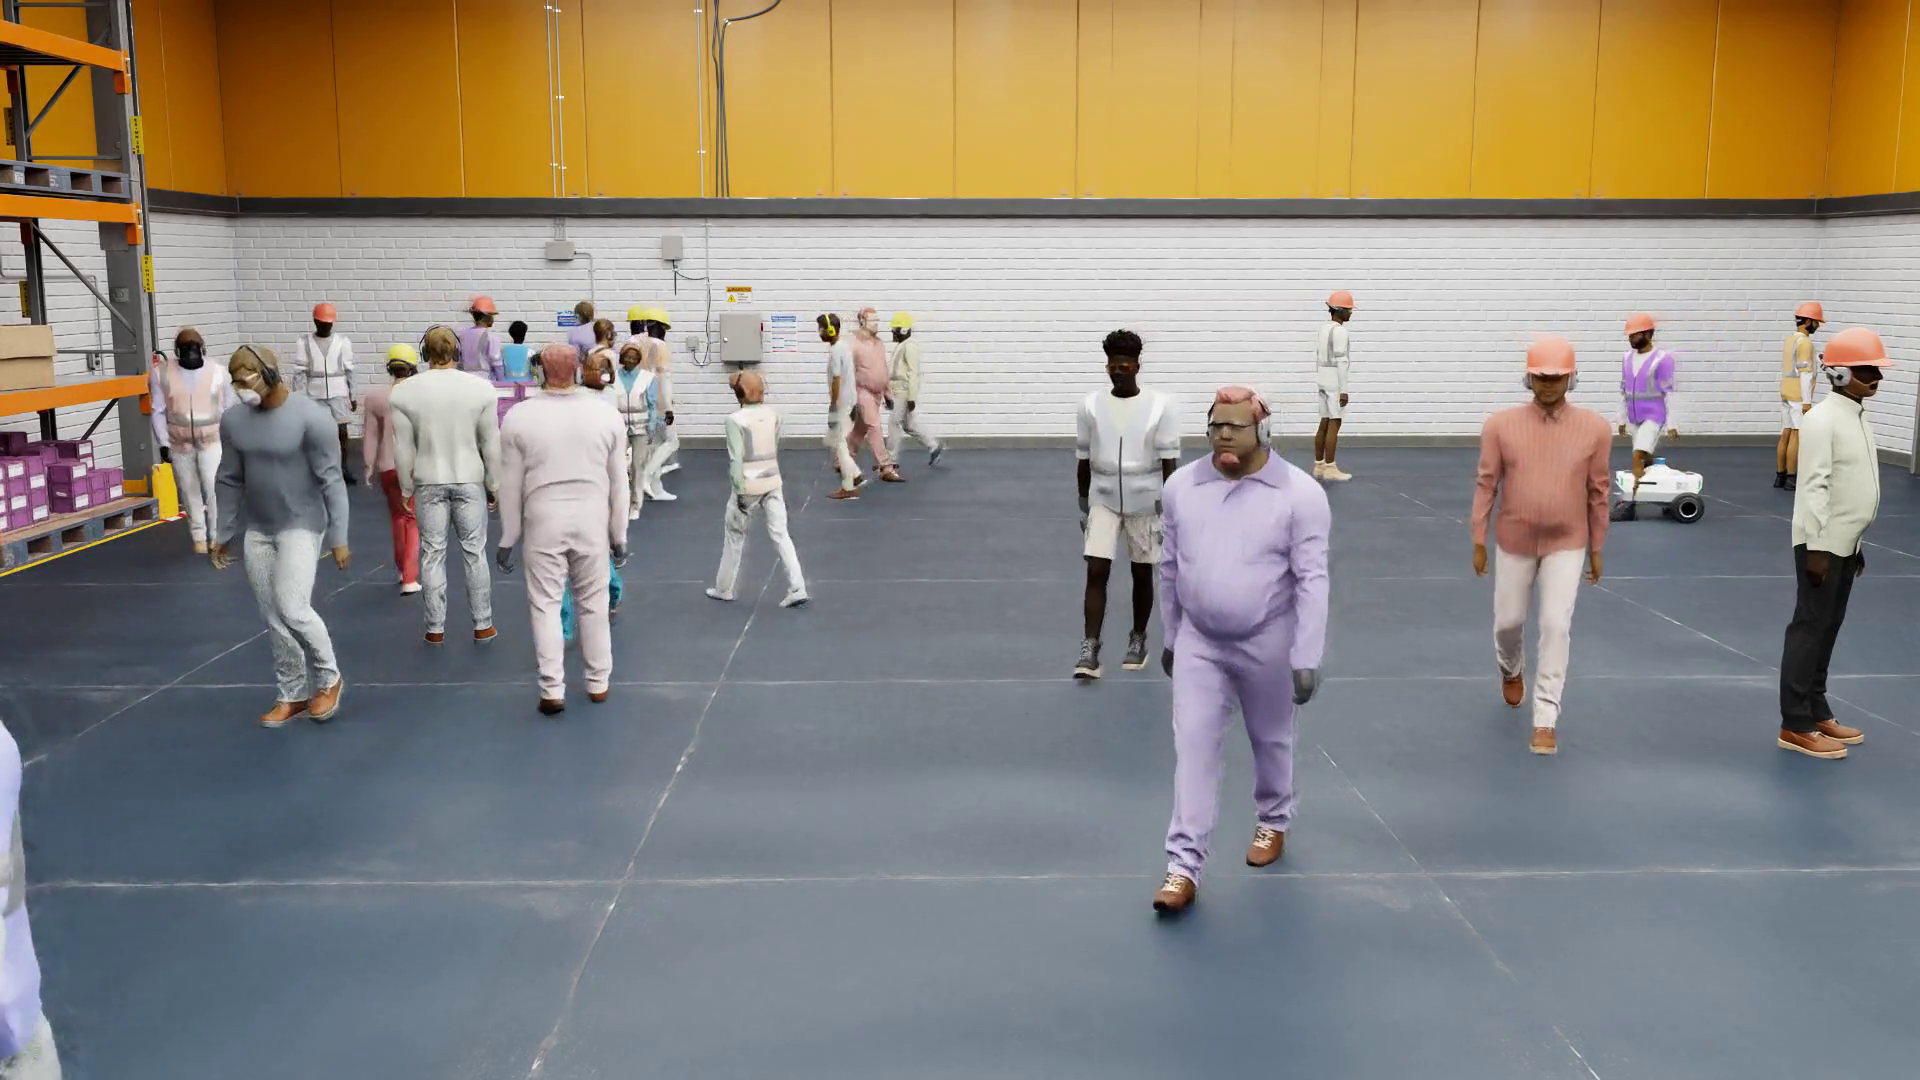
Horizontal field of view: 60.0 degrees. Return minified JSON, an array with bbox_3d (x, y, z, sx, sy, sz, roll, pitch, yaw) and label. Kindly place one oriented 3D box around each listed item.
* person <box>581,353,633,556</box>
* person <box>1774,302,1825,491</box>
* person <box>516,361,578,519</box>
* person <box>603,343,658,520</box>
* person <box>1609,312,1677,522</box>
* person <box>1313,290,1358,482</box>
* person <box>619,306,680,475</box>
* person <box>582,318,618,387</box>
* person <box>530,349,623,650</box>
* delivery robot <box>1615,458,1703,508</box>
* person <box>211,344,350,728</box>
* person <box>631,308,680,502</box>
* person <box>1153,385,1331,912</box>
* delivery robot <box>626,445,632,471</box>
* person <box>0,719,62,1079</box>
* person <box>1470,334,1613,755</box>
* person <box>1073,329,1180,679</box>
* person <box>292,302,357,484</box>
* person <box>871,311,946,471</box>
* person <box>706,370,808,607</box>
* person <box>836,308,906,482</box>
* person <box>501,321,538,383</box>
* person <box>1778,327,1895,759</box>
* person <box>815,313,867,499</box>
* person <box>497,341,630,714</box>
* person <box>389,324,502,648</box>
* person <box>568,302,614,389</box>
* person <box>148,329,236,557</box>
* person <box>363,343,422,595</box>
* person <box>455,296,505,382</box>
[{"bbox_3d":[-2.782,-0.644,12.957,0.499,1.615,0.505,7,12,36],"label":"person"},{"bbox_3d":[8.605,-1.465,17.027,0.364,1.933,0.543,1,9,7],"label":"person"},{"bbox_3d":[-2.328,-0.213,9.694,0.516,1.828,0.945,0,9,-2],"label":"person"},{"bbox_3d":[-2.944,-0.939,14.794,0.520,1.603,0.747,-1,9,-4],"label":"person"},{"bbox_3d":[6.270,-1.113,15.039,0.941,1.891,0.592,-4,10,-22],"label":"person"},{"bbox_3d":[4.033,-1.649,17.815,0.392,2.040,0.615,-2,9,-9],"label":"person"},{"bbox_3d":[-3.464,-1.660,18.481,0.976,1.870,0.604,5,11,29],"label":"person"},{"bbox_3d":[-3.394,-1.181,15.672,0.550,1.805,0.531,7,12,37],"label":"person"},{"bbox_3d":[-2.326,-0.257,10.037,0.574,1.811,0.787,2,9,10],"label":"person"},{"bbox_3d":[6.312,-0.501,15.040,0.707,0.478,0.477,3,10,15],"label":"delivery robot"},{"bbox_3d":[-3.329,-0.014,8.179,0.674,1.910,0.411,4,10,21],"label":"person"},{"bbox_3d":[-2.964,-1.299,16.133,0.541,1.884,0.671,-8,13,-42],"label":"person"},{"bbox_3d":[1.011,0.363,6.054,0.666,1.853,0.991,5,10,26],"label":"person"},{"bbox_3d":[-3.661,-0.862,17.255,0.707,0.478,0.477,-3,10,-16],"label":"delivery robot"},{"bbox_3d":[-1.886,0.866,2.876,0.551,1.887,0.963,5,10,26],"label":"person"},{"bbox_3d":[2.800,-0.016,8.054,0.629,1.970,0.855,3,10,18],"label":"person"},{"bbox_3d":[0.890,-0.178,9.154,0.611,1.931,0.903,3,10,16],"label":"person"},{"bbox_3d":[-6.639,-1.513,17.333,0.657,1.924,0.437,-4,10,-24],"label":"person"},{"bbox_3d":[-0.571,-1.667,18.671,0.823,1.803,0.602,-2,9,-10],"label":"person"},{"bbox_3d":[-1.356,-0.342,11.177,0.846,1.602,0.513,8,12,41],"label":"person"},{"bbox_3d":[-0.991,-1.564,17.887,0.984,1.860,0.664,6,11,31],"label":"person"},{"bbox_3d":[-5.129,-1.716,19.356,0.537,1.665,0.760,-1,9,-5],"label":"person"},{"bbox_3d":[4.106,0.007,7.808,0.378,1.996,0.611,8,13,42],"label":"person"},{"bbox_3d":[-1.205,-1.302,16.310,0.418,1.841,0.567,1,9,5],"label":"person"},{"bbox_3d":[-2.031,-0.061,8.562,0.662,1.918,0.430,-4,10,-21],"label":"person"},{"bbox_3d":[-3.065,-0.319,9.980,0.631,1.940,0.372,-3,10,-15],"label":"person"},{"bbox_3d":[-4.379,-1.872,19.709,0.651,1.884,0.663,7,12,37],"label":"person"},{"bbox_3d":[-5.969,-0.738,12.988,0.620,1.792,0.952,-3,10,-20],"label":"person"},{"bbox_3d":[-3.874,-0.512,11.724,0.555,1.740,0.683,0,9,0],"label":"person"},{"bbox_3d":[-5.272,-1.628,17.964,0.629,1.999,1.078,7,12,37],"label":"person"}]
